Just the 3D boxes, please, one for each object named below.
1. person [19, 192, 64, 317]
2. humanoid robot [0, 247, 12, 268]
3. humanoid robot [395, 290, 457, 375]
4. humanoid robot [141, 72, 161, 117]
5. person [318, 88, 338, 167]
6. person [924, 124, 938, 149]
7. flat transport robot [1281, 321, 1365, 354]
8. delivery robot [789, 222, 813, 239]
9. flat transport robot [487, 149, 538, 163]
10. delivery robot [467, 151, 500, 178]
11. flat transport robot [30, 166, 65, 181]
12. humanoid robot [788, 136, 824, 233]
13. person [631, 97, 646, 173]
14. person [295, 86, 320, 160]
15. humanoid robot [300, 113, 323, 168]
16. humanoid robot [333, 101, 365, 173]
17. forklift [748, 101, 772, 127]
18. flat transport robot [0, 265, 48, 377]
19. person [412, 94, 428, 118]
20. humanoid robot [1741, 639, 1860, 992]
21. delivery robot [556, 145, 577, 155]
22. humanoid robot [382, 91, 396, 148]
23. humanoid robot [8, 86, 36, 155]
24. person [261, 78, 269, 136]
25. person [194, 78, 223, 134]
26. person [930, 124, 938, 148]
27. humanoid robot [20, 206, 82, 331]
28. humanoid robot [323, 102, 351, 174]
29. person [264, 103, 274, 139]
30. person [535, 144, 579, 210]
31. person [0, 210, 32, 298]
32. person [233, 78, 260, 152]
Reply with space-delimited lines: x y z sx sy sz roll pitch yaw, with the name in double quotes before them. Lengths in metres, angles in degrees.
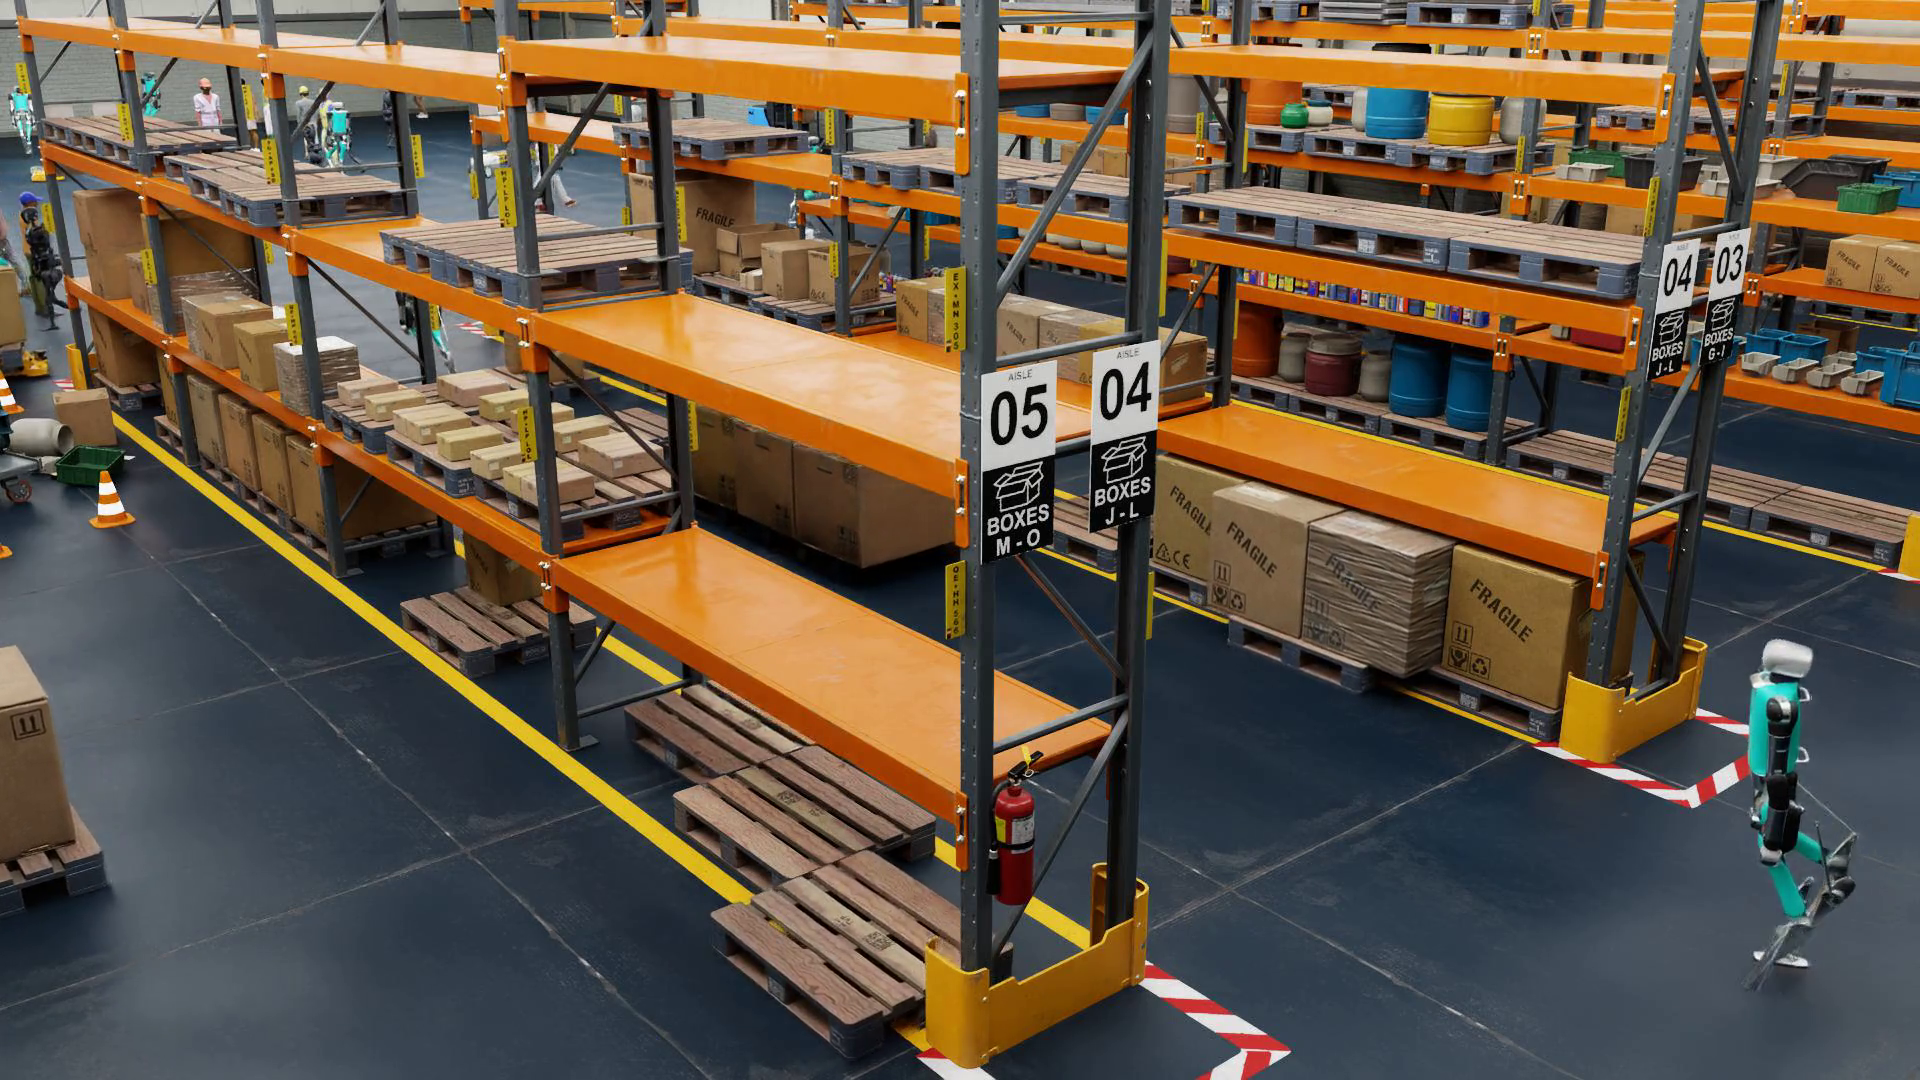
"person" -12.741 -3.950 22.992 0.440 1.717 0.356 18 26 41
"humanoid robot" -13.973 -4.216 23.871 0.768 1.860 0.546 -12 23 -30
"humanoid robot" -5.921 -2.436 18.732 0.885 1.830 0.558 18 26 41
"humanoid robot" -22.346 -11.903 45.661 0.559 1.811 0.905 4 20 10
"person" -14.716 -9.541 38.694 0.567 1.873 0.497 15 24 36
"person" -0.637 -7.318 32.539 0.667 1.741 0.560 9 21 23
"flat transport robot" 4.383 -2.533 21.146 0.659 0.231 1.431 -13 23 -33
"delivery robot" -2.812 -4.981 27.708 0.816 0.612 0.499 -16 25 -38
"flat transport robot" -11.003 -9.404 40.700 0.659 0.231 1.431 11 22 28
"delivery robot" -10.799 -8.533 37.790 0.499 0.594 0.778 7 21 20
"flat transport robot" -20.558 -8.271 37.475 0.659 0.231 1.431 -10 22 -26
"humanoid robot" -2.870 -6.264 29.626 1.000 1.775 0.532 -15 25 -37
"person" -7.318 -9.131 37.471 0.361 1.897 0.571 6 20 16
"person" -15.973 -10.205 40.721 0.313 1.768 0.524 17 26 40
"humanoid robot" -13.651 -8.234 35.317 0.718 1.625 0.595 -2 19 -4
"humanoid robot" -14.062 -9.227 38.134 0.690 1.631 0.609 3 20 7
"forklift" -4.526 -11.368 42.374 1.129 2.768 1.873 -15 24 -37
"flat transport robot" -11.633 -2.034 19.726 1.431 0.231 0.659 -10 22 -25
"person" -16.716 -13.935 51.212 0.510 1.843 0.529 -6 20 -17
"humanoid robot" 4.044 1.375 7.896 0.748 1.831 0.535 6 20 17
"delivery robot" -9.999 -9.955 41.828 0.499 0.589 0.782 -12 23 -31
"humanoid robot" -14.833 -11.021 43.190 0.609 1.644 0.471 16 25 38
"humanoid robot" -23.077 -10.284 41.018 0.549 1.738 1.057 -11 22 -28
"person" -18.560 -11.567 44.700 0.318 1.696 0.535 -11 22 -28
"person" -17.779 -9.903 39.448 0.373 2.044 0.604 16 25 37
"person" -0.619 -7.534 33.177 0.475 1.733 0.315 15 24 36
"humanoid robot" -12.128 -3.646 22.233 0.615 1.629 0.651 15 24 36
"humanoid robot" -13.711 -8.668 36.525 0.751 1.868 0.559 17 26 40
"person" -15.606 -9.313 38.017 0.502 1.884 0.835 -4 20 -10
"person" -8.060 -7.410 32.678 1.004 1.831 0.573 -10 22 -25
"person" -14.039 -4.401 24.026 1.057 1.880 0.654 -9 21 -24
"person" -18.088 -10.763 42.198 0.794 1.842 0.413 8 21 21
